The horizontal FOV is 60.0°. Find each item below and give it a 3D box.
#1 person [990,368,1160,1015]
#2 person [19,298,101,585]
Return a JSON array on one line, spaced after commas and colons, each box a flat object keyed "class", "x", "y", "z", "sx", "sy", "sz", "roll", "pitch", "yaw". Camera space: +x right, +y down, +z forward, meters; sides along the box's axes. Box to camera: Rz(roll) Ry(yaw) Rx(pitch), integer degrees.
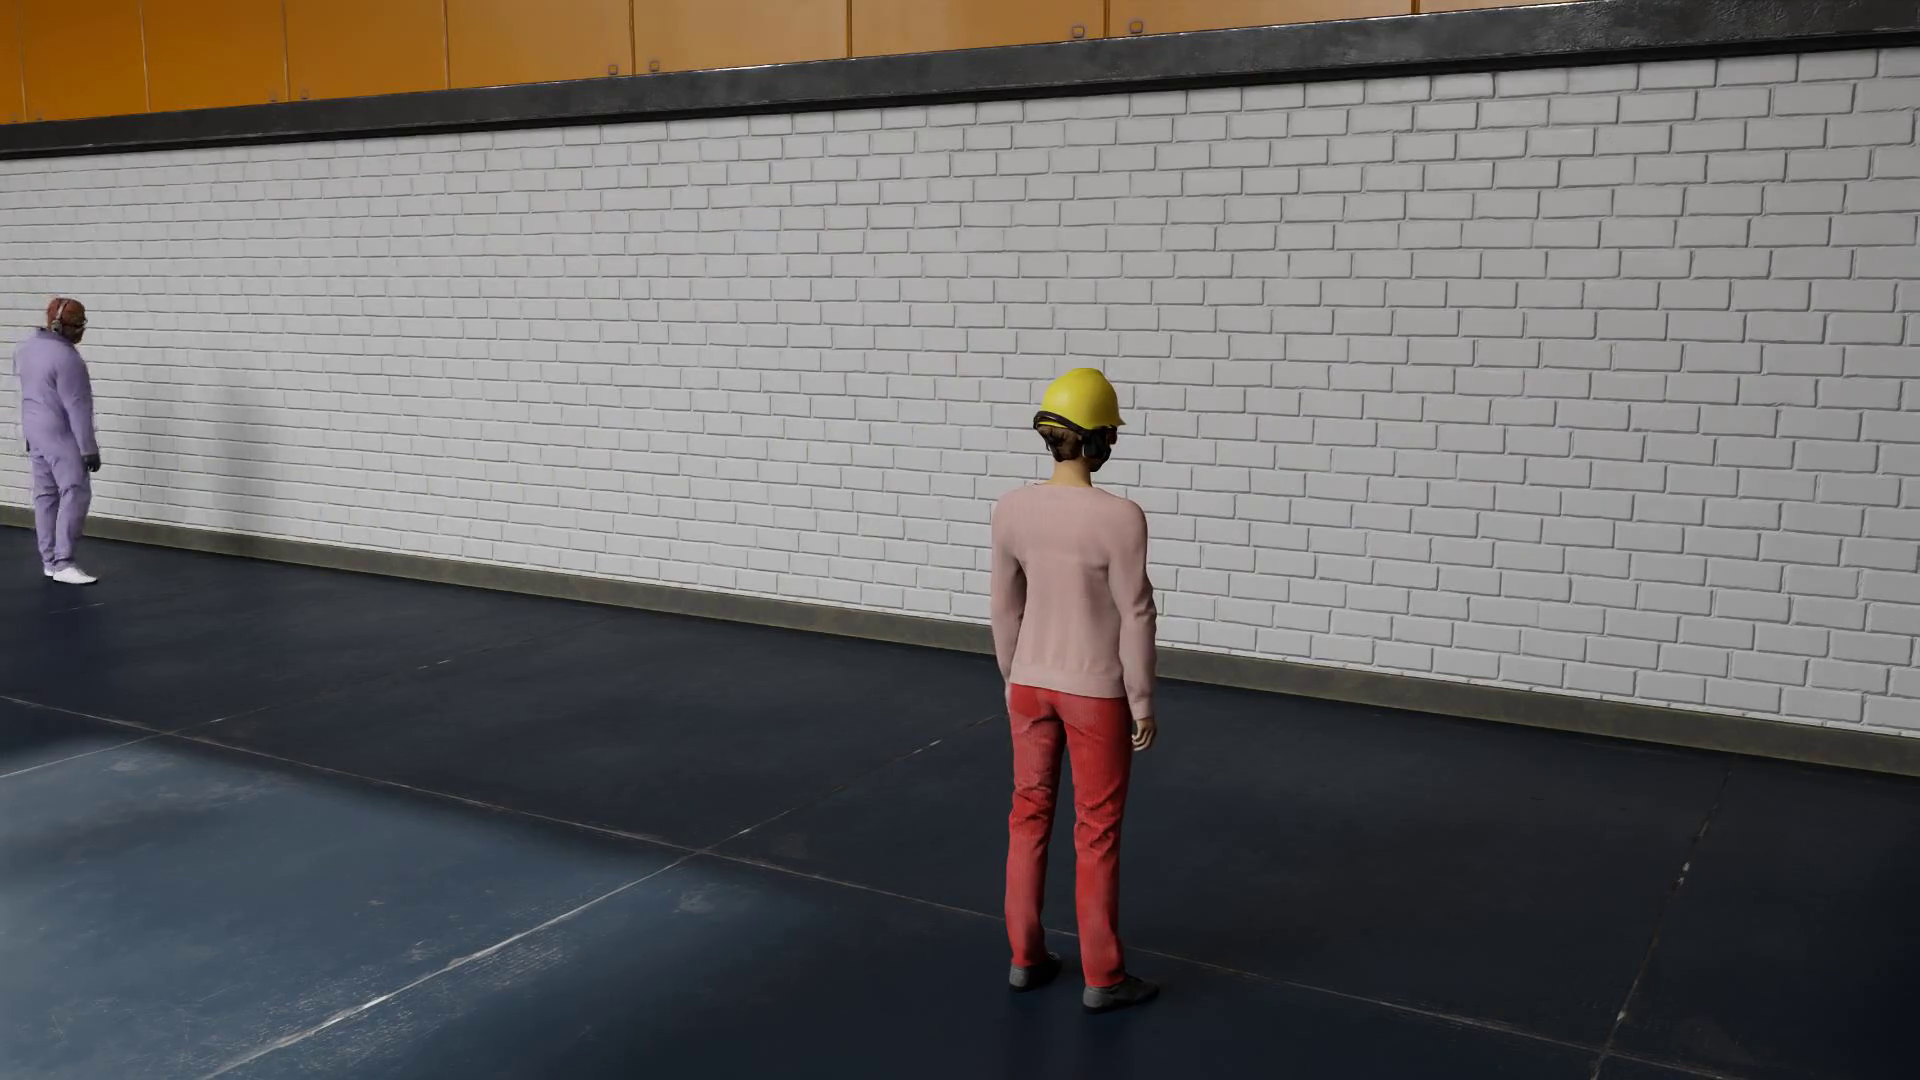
[{"class": "person", "x": 0.320, "y": 0.413, "z": 4.594, "sx": 0.524, "sy": 1.769, "sz": 0.316, "roll": 7, "pitch": 12, "yaw": 39}, {"class": "person", "x": -5.922, "y": -0.653, "z": 10.961, "sx": 0.743, "sy": 1.866, "sz": 0.396, "roll": 7, "pitch": 11, "yaw": 36}]
